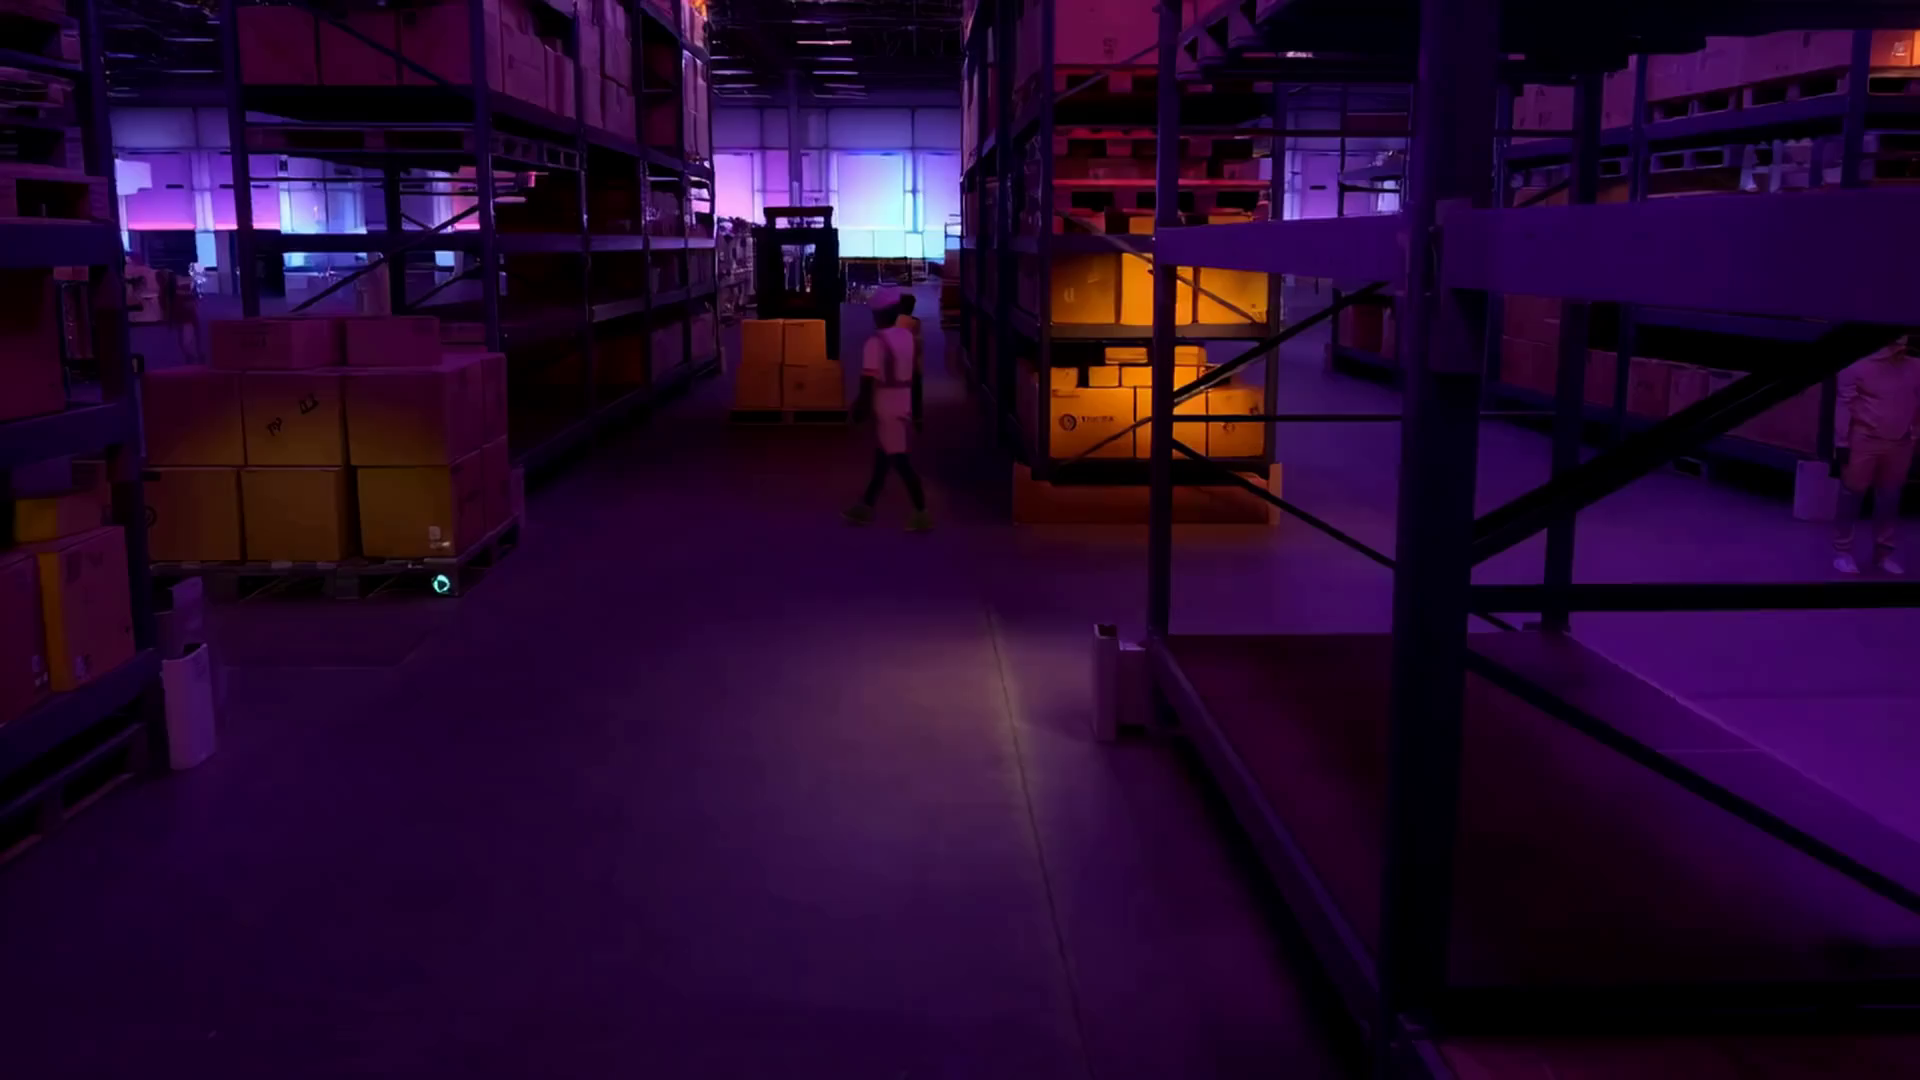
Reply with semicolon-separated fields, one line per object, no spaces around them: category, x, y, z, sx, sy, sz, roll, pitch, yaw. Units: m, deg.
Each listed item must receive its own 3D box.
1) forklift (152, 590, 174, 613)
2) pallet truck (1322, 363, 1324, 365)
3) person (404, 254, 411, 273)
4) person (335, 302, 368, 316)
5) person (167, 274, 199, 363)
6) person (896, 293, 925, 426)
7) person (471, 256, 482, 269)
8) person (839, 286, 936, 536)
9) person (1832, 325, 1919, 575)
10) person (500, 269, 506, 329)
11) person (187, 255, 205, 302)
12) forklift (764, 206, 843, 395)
forklift;-5.858;-0.811;9.639;1.873;2.768;1.129;-1;10;-3
pallet truck;7.712;-4.157;30.737;1.885;1.965;0.823;3;11;16
person;-20.993;-9.862;62.853;0.978;1.872;0.610;-8;13;-37
person;-4.663;-0.827;12.460;0.813;1.910;0.546;0;10;0
person;-14.189;-3.948;30.292;0.533;1.745;0.680;4;11;23
person;-0.689;-2.301;21.264;0.541;1.692;0.317;8;13;38
person;-19.426;-10.582;66.954;0.506;1.848;0.447;5;11;26
person;-0.586;-1.040;13.413;1.067;1.983;0.631;7;12;35
person;6.489;-0.692;11.726;0.642;1.900;0.401;0;10;-1
person;-12.453;-6.621;44.640;0.551;1.932;0.378;4;11;20
person;-29.444;-10.076;64.167;0.429;1.838;0.621;7;13;36
forklift;-2.215;-3.223;23.078;1.129;2.768;1.873;0;10;-2
